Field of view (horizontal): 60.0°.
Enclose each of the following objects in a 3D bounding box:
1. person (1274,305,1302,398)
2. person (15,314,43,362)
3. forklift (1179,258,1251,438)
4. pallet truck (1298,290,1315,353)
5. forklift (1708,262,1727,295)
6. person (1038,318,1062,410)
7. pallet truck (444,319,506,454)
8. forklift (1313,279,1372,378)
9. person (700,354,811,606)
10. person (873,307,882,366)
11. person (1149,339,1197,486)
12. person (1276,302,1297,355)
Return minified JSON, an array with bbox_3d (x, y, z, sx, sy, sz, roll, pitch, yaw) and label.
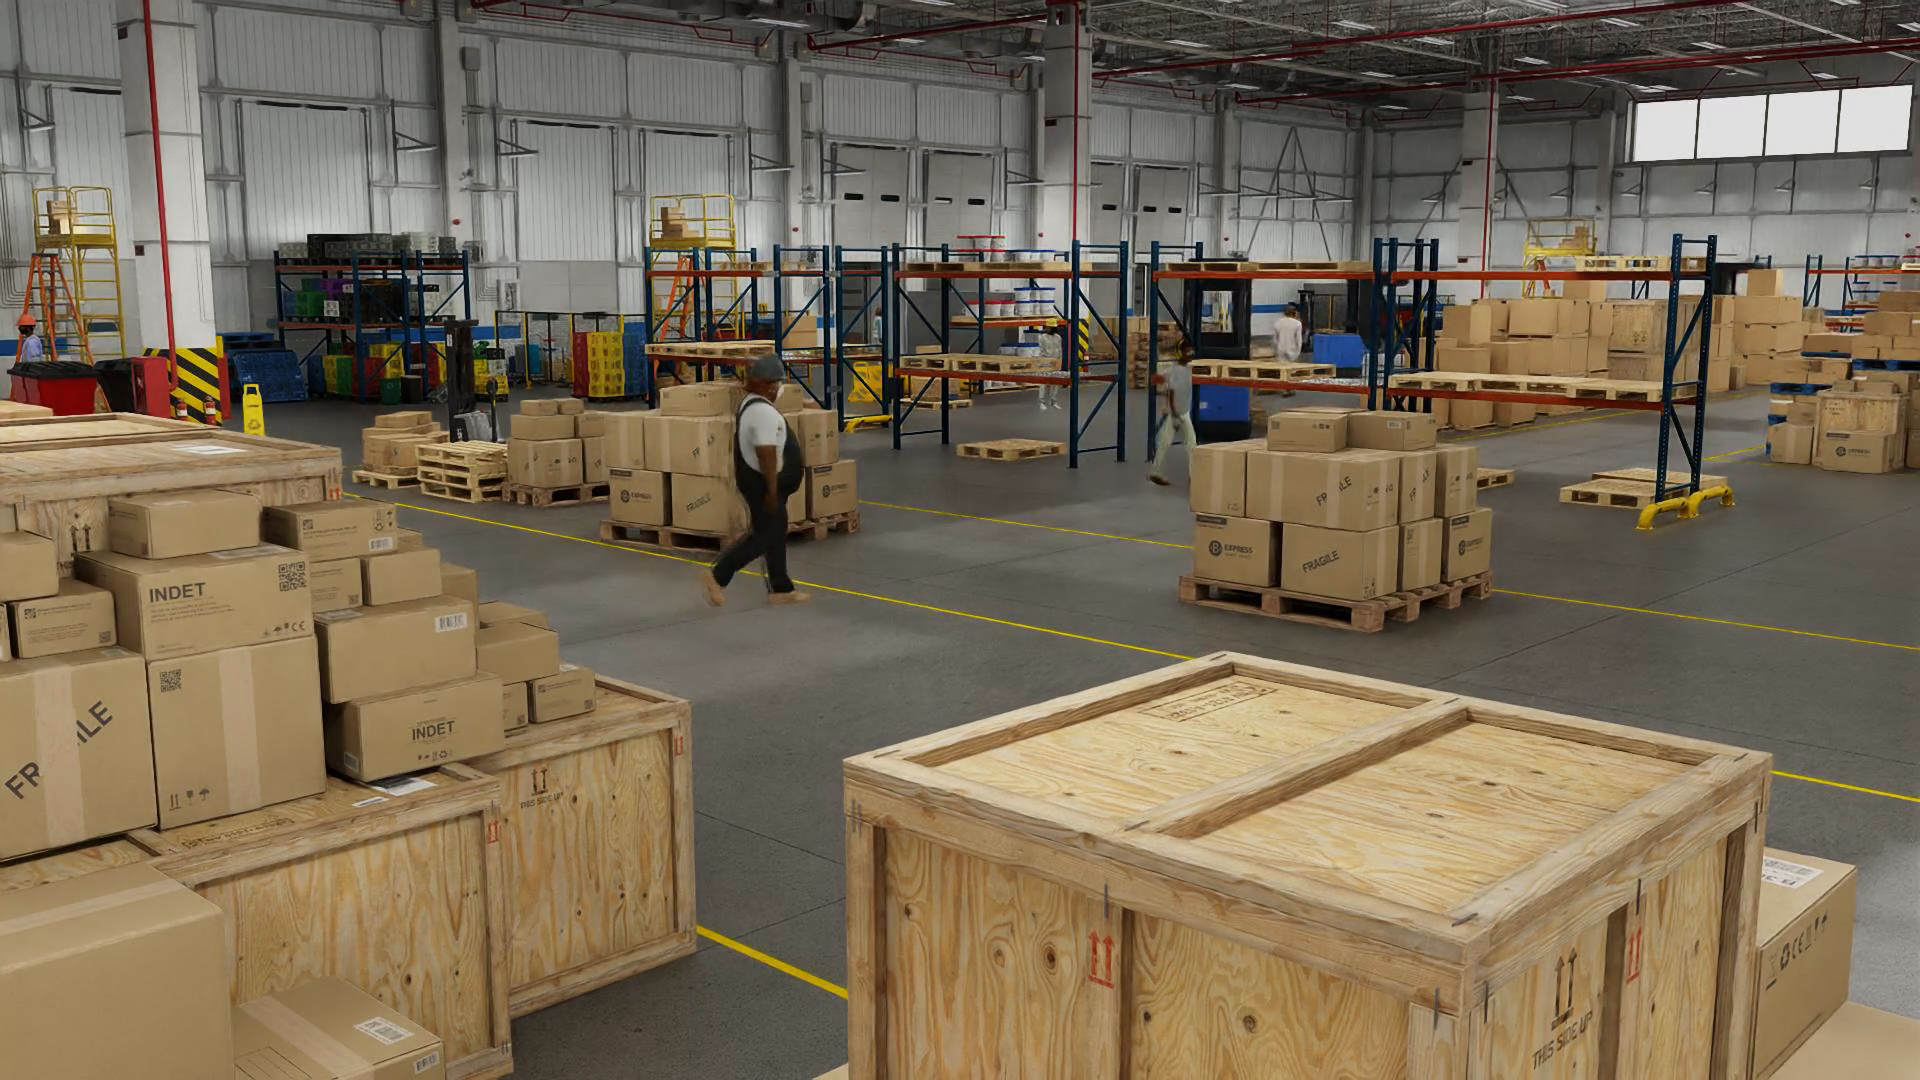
[{"bbox_3d":[6.781,-3.883,34.329,0.621,1.915,0.609,5,11,29],"label":"person"},{"bbox_3d":[-14.784,-2.619,26.484,0.358,1.937,0.548,-6,11,-32],"label":"person"},{"bbox_3d":[4.079,-3.089,26.481,1.129,2.768,1.873,1,9,7],"label":"forklift"},{"bbox_3d":[11.297,-6.951,52.861,1.885,1.965,0.823,-5,11,-29],"label":"pallet truck"},{"bbox_3d":[20.259,-6.061,44.709,1.873,2.768,1.129,7,12,37],"label":"forklift"},{"bbox_3d":[1.721,-3.331,31.483,0.486,1.735,0.330,-5,10,-27],"label":"person"},{"bbox_3d":[-6.981,-1.942,22.150,1.885,1.965,0.823,1,9,9],"label":"pallet truck"},{"bbox_3d":[9.565,-5.289,39.970,1.873,2.768,1.129,-2,9,-10],"label":"forklift"},{"bbox_3d":[-1.609,-0.466,12.970,0.832,2.000,0.690,-3,10,-16],"label":"person"},{"bbox_3d":[-2.167,-5.387,44.409,0.313,1.632,0.525,-1,9,-6],"label":"person"},{"bbox_3d":[2.673,-1.522,20.149,1.001,1.813,0.530,9,13,44],"label":"person"},{"bbox_3d":[10.050,-6.466,50.941,0.570,1.654,0.609,-9,13,-43],"label":"person"}]
